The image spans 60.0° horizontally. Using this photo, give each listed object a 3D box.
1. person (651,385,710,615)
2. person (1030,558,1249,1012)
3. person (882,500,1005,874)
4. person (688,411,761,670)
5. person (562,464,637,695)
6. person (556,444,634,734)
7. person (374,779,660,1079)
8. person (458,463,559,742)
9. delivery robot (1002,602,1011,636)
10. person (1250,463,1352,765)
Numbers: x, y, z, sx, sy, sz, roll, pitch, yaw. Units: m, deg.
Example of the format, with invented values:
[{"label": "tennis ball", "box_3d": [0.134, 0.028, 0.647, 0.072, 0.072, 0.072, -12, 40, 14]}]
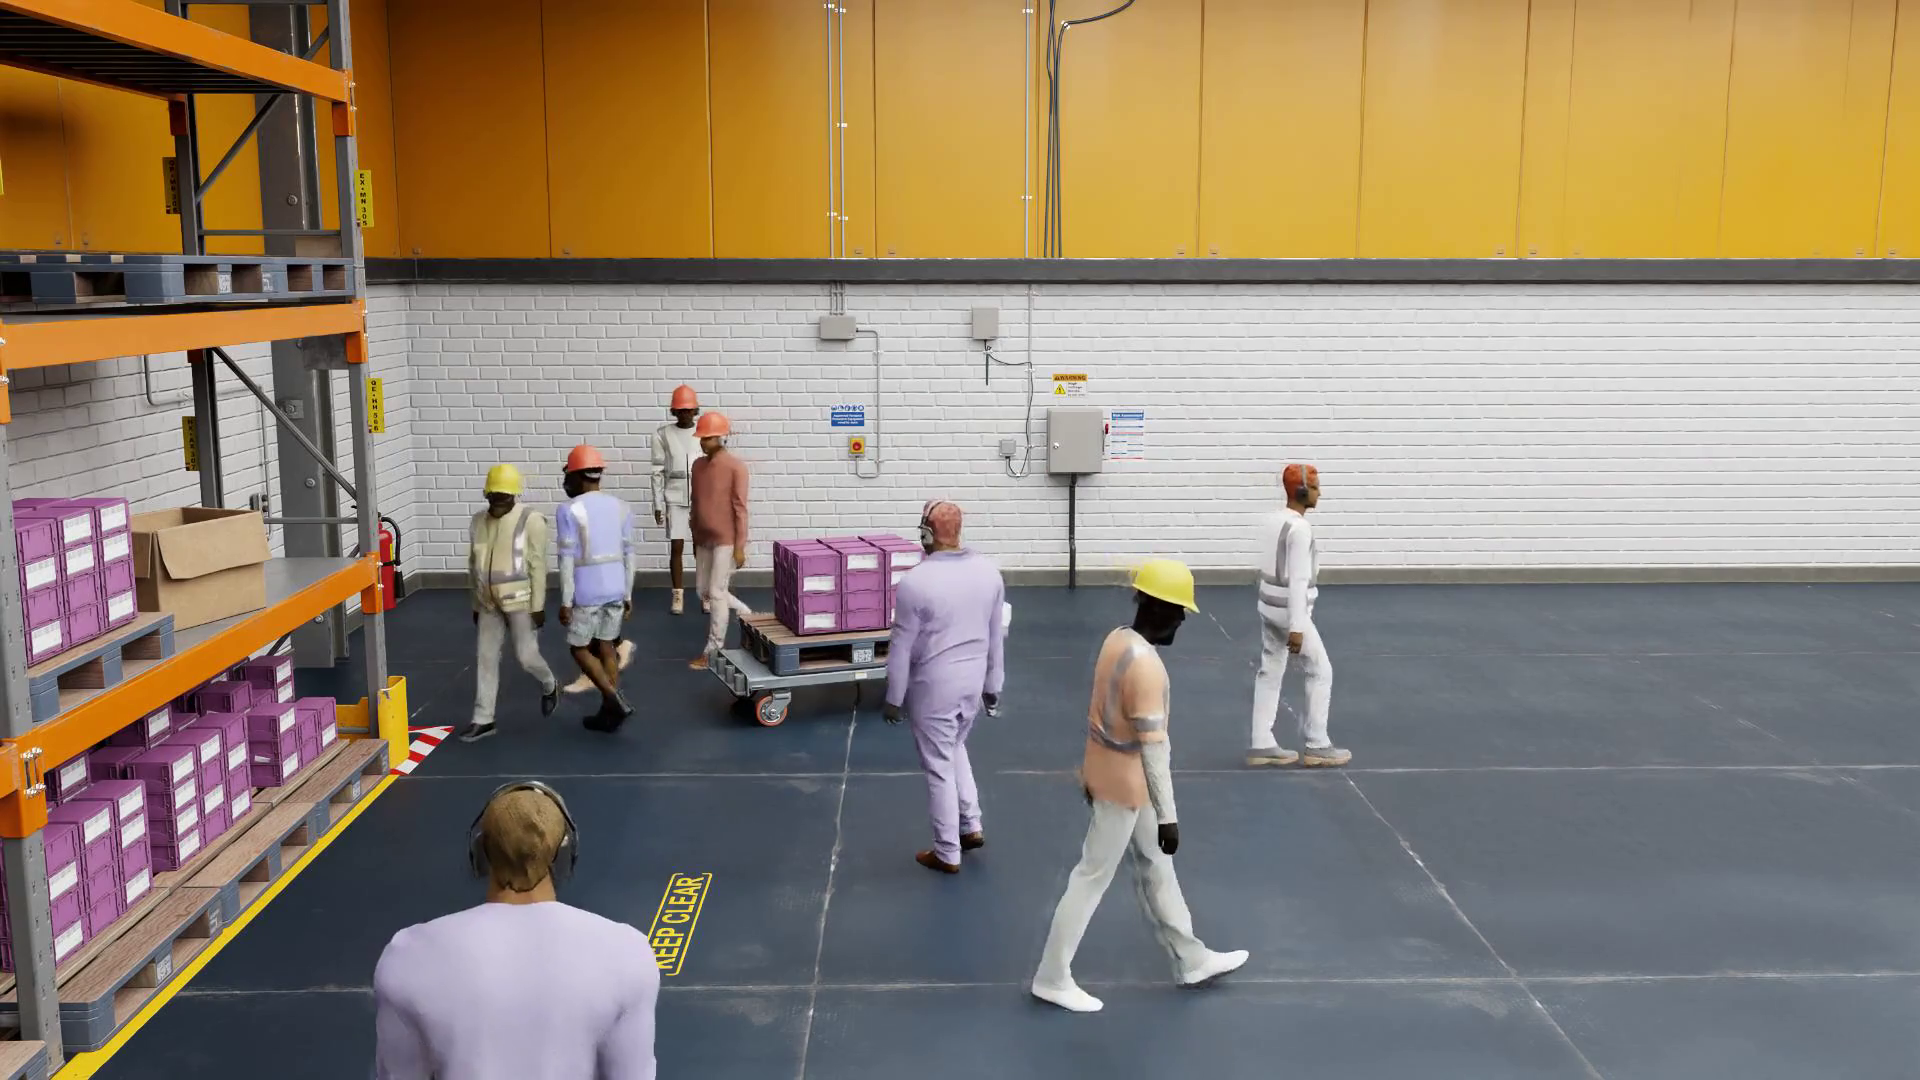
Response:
[{"label": "person", "box_3d": [-2.390, -0.345, 14.590, 0.609, 2.032, 0.410, -2, 10, -13]}, {"label": "person", "box_3d": [0.749, 1.003, 6.823, 0.995, 1.855, 0.687, 0, 9, -3]}, {"label": "person", "box_3d": [-0.102, 0.739, 8.371, 0.645, 1.892, 0.430, -9, 13, -43]}, {"label": "person", "box_3d": [-1.811, -0.016, 12.760, 0.627, 1.968, 0.708, 8, 12, 41]}, {"label": "person", "box_3d": [-2.612, 0.245, 11.997, 0.617, 1.681, 0.546, -8, 12, -42]}, {"label": "person", "box_3d": [-2.330, 0.345, 10.751, 0.646, 1.903, 0.585, 8, 12, 41]}, {"label": "person", "box_3d": [-1.011, 1.478, 3.848, 0.643, 1.888, 1.021, -2, 10, -14]}, {"label": "person", "box_3d": [-2.922, 0.379, 10.817, 0.615, 1.804, 0.713, 3, 10, 20]}, {"label": "delivery robot", "box_3d": [0.037, 0.608, 12.951, 0.707, 0.478, 0.477, -4, 10, -25]}, {"label": "person", "box_3d": [2.120, 0.463, 10.127, 0.744, 1.857, 0.615, -1, 9, -9]}]
